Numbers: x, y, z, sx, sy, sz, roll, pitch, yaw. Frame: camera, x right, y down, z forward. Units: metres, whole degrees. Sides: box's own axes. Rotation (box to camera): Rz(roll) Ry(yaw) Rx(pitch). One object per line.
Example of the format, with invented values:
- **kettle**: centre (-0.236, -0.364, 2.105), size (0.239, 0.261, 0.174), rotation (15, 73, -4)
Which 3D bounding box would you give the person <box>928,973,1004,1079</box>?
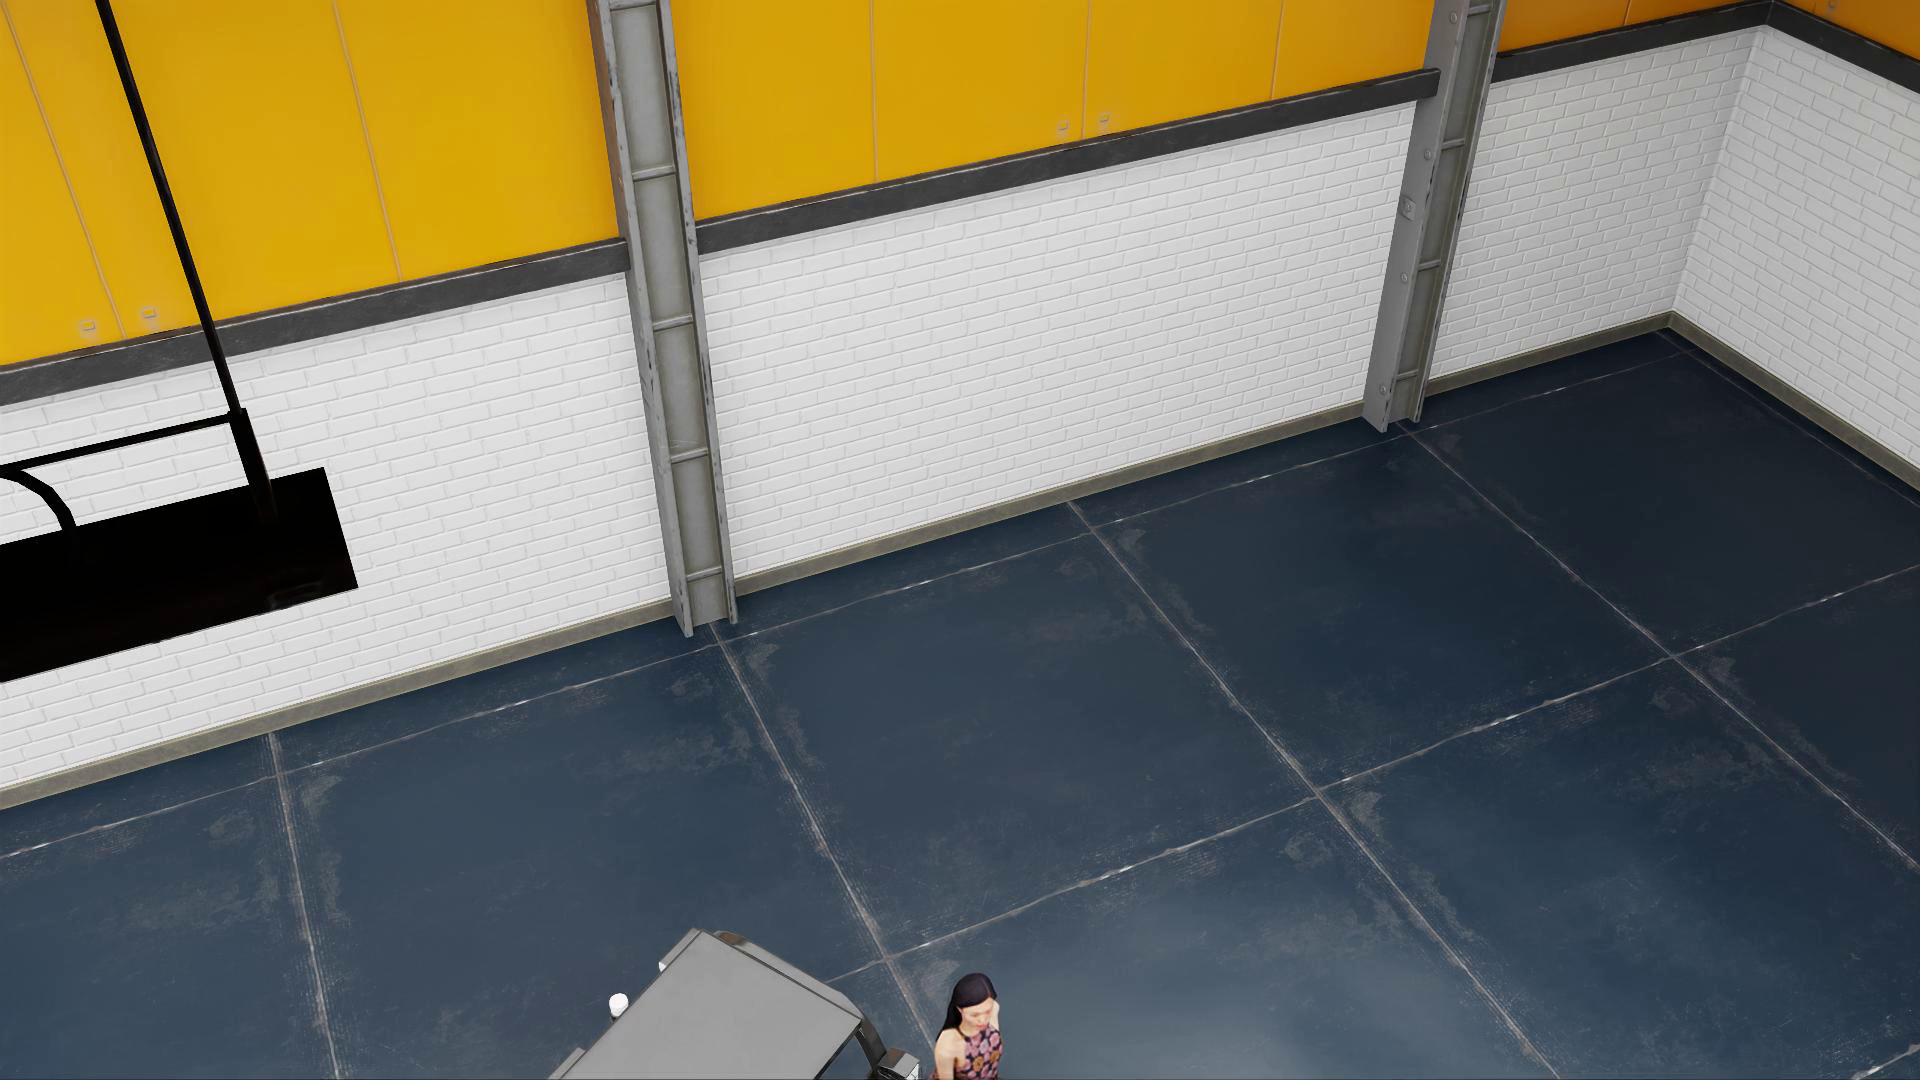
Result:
- **person**: centre (0.035, 2.654, 7.917), size (0.845, 1.774, 0.758), rotation (26, 45, 29)
